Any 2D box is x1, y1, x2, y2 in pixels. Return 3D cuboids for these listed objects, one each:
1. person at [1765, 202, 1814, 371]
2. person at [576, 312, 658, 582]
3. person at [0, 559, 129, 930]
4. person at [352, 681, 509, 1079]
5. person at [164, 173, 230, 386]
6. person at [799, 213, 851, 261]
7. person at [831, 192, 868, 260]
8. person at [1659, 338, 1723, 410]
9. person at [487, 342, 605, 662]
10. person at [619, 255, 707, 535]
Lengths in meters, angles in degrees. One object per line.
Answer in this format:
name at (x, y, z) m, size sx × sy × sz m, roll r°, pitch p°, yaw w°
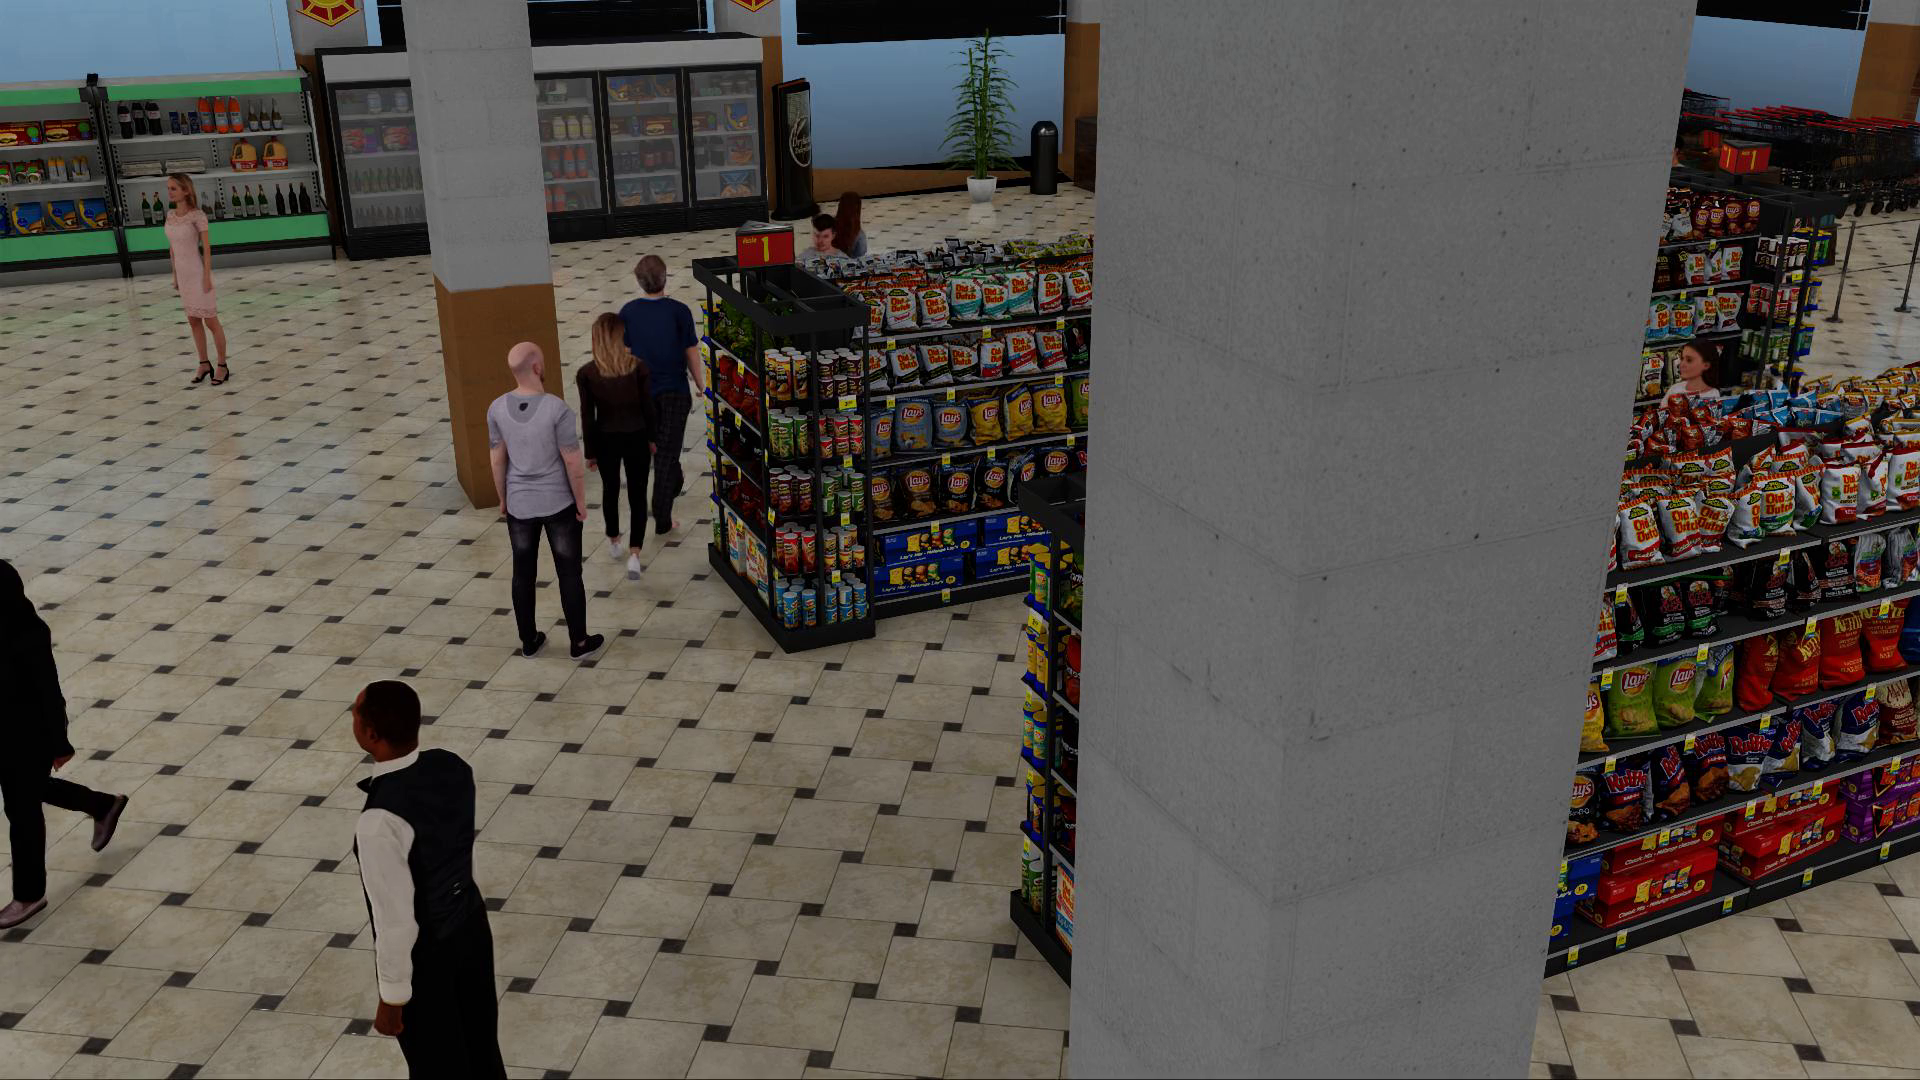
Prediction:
person at (7.381, -2.285, 14.771) m, size 0.671 × 1.594 × 0.636 m, roll -4°, pitch 22°, yaw -9°
person at (-2.091, -0.550, 10.339) m, size 1.076 × 1.679 × 0.857 m, roll -4°, pitch 22°, yaw -9°
person at (-3.966, 0.793, 7.114) m, size 1.033 × 1.592 × 1.131 m, roll 9°, pitch 24°, yaw 22°
person at (-1.700, 1.322, 5.361) m, size 0.816 × 1.917 × 0.776 m, roll 6°, pitch 23°, yaw 14°
person at (-6.599, -2.252, 14.373) m, size 0.644 × 1.830 × 0.695 m, roll 9°, pitch 24°, yaw 21°
person at (-1.010, -1.650, 12.884) m, size 0.829 × 1.823 × 0.889 m, roll 11°, pitch 24°, yaw 26°
person at (-1.011, -2.096, 14.191) m, size 0.961 × 1.677 × 1.109 m, roll 13°, pitch 26°, yaw 30°
person at (4.385, -0.378, 9.942) m, size 0.979 × 1.657 × 0.686 m, roll -7°, pitch 23°, yaw -16°
person at (-2.339, -0.212, 9.288) m, size 0.721 × 1.837 × 0.825 m, roll 3°, pitch 22°, yaw 7°
person at (-1.999, -0.918, 11.065) m, size 1.198 × 1.822 × 1.143 m, roll 3°, pitch 22°, yaw 8°
